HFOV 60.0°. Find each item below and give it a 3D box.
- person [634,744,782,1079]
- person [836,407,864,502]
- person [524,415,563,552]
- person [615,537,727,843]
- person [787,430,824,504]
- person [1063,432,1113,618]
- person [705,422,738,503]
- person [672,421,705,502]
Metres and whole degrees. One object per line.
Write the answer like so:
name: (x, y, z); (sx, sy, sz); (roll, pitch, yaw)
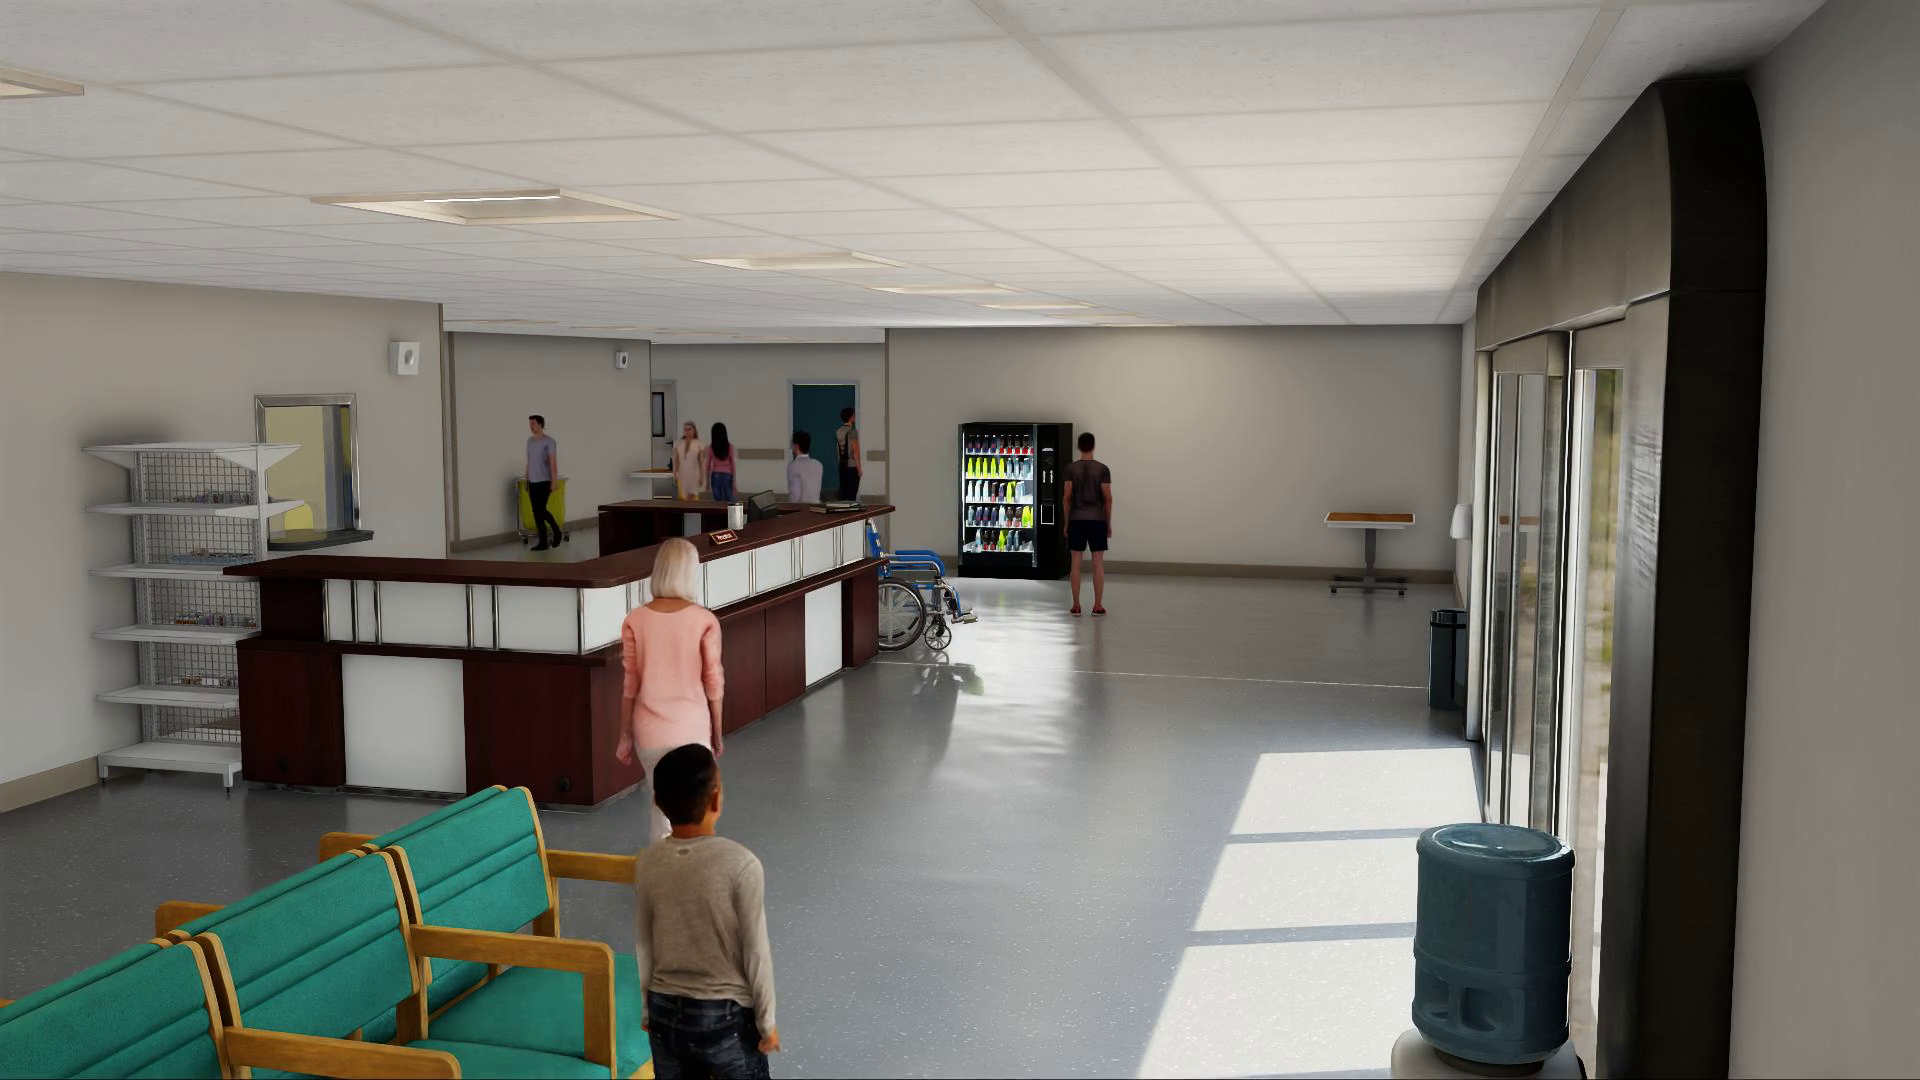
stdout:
person: (-0.702, 1.276, 4.345); (0.564, 1.459, 0.623); (2, 6, 17)
person: (-1.761, -1.160, 26.368); (0.676, 1.897, 0.791); (6, 8, 44)
person: (-5.687, -0.778, 22.809); (0.764, 1.848, 0.832); (4, 7, 32)
person: (-1.264, 0.871, 7.230); (1.101, 1.686, 0.854); (0, 6, 1)
person: (-1.514, -0.178, 17.086); (1.303, 1.800, 1.039); (5, 8, 41)
person: (1.274, -0.164, 16.682); (0.531, 1.854, 0.733); (1, 6, 6)
person: (-3.407, -0.805, 23.811); (1.111, 1.703, 0.972); (-1, 6, -9)
person: (-3.995, -0.869, 24.542); (1.140, 1.684, 0.770); (1, 6, 7)
